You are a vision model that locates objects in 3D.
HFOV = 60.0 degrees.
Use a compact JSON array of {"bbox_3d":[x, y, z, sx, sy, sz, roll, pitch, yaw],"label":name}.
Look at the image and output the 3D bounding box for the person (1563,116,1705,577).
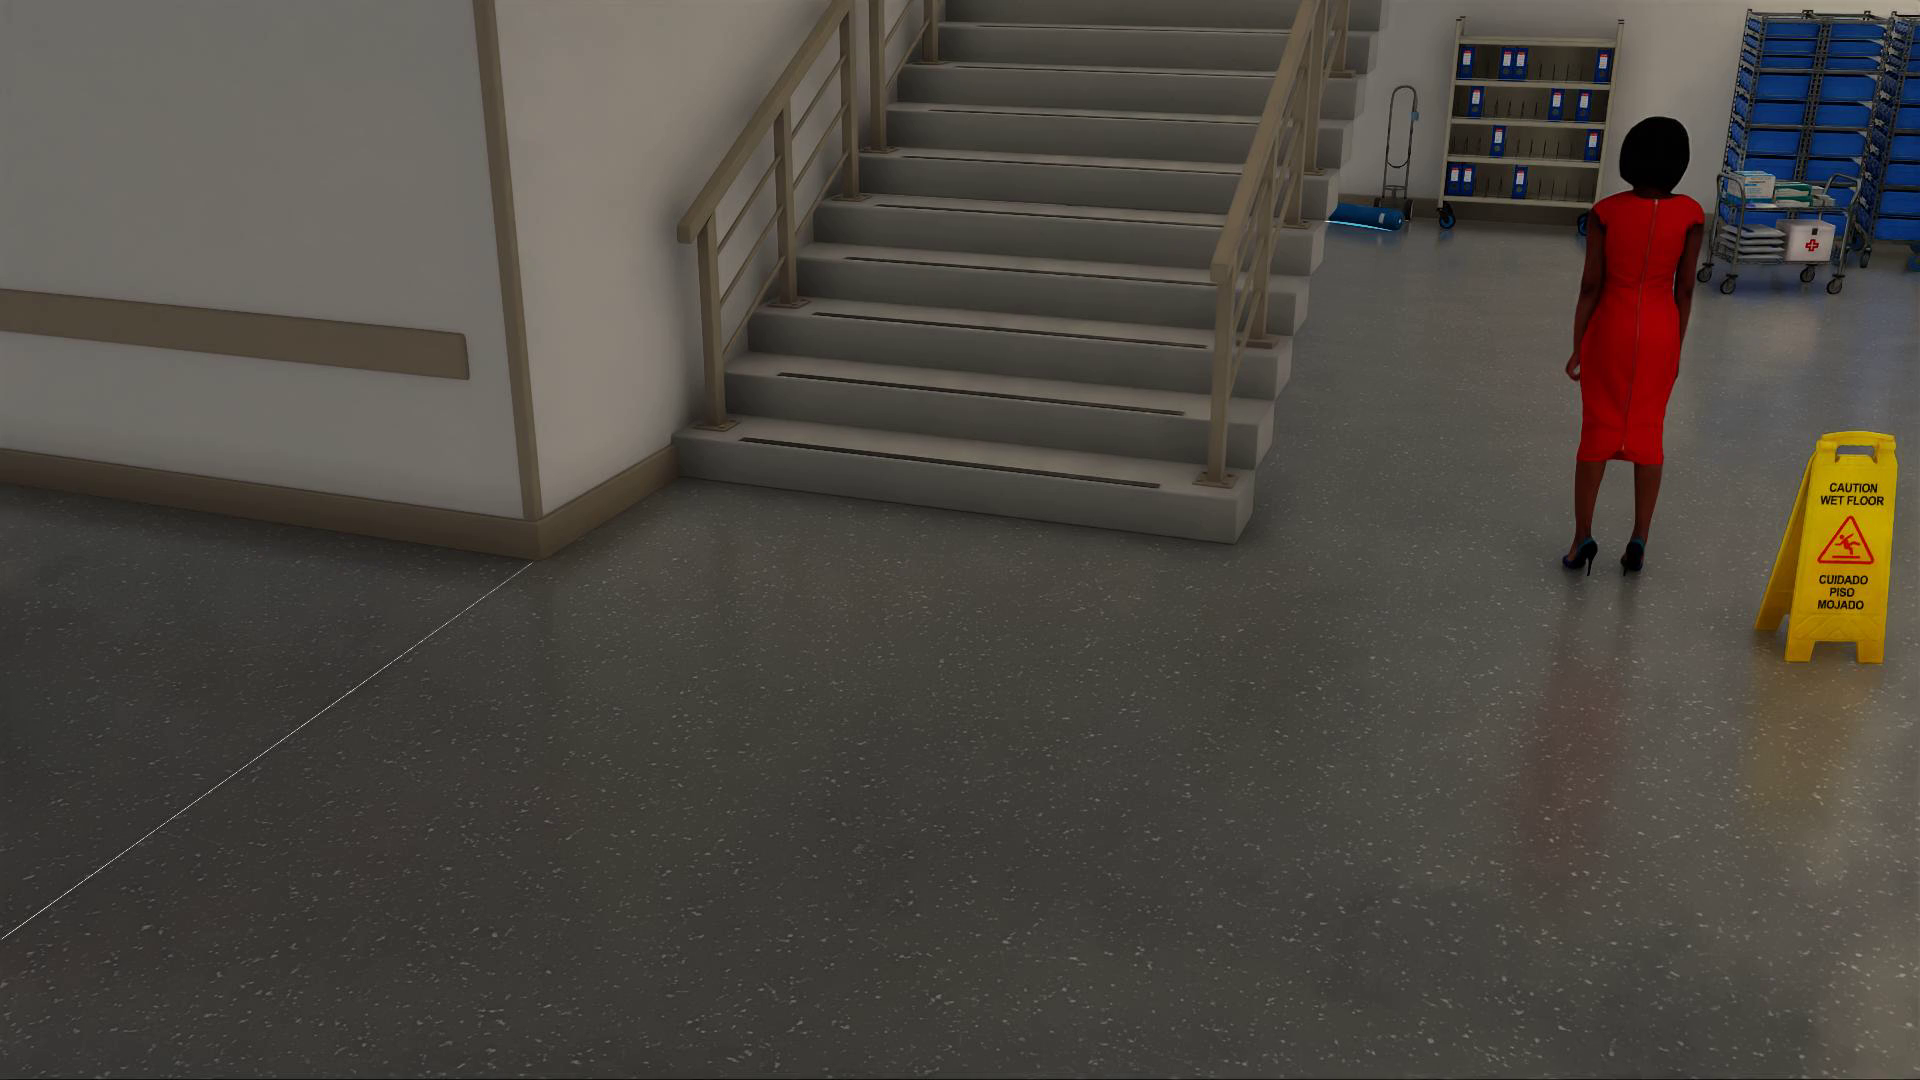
[{"bbox_3d":[2.524,-0.706,6.274,0.595,1.743,0.543,4,21,11],"label":"person"}]
